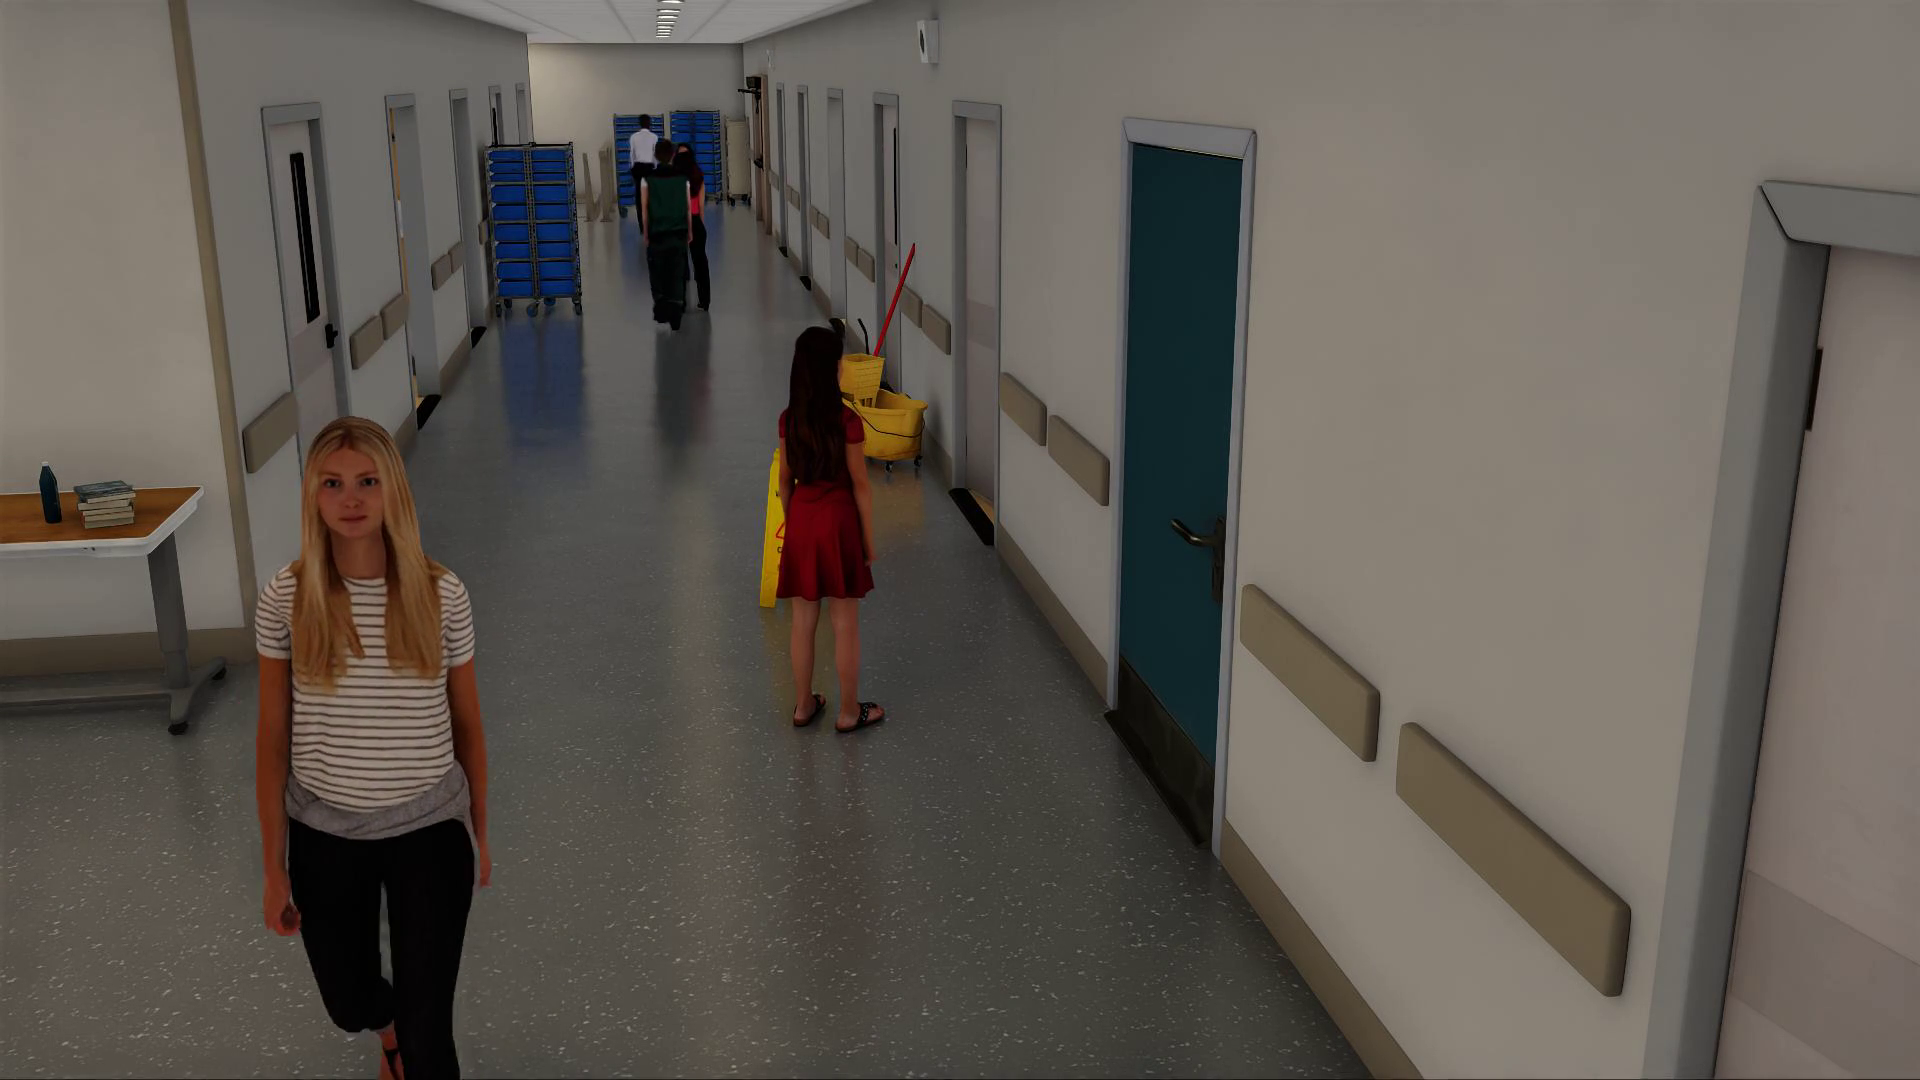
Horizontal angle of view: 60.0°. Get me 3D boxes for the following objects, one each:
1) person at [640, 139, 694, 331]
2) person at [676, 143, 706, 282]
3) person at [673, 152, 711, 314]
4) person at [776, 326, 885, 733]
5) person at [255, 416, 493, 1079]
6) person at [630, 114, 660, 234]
[{"bbox_3d":[-2.859,-2.971,16.251,0.681,1.828,0.793,-4,16,-14],"label":"person"},{"bbox_3d":[-3.306,-3.934,20.027,0.680,1.636,0.863,-6,17,-19],"label":"person"},{"bbox_3d":[-2.880,-3.255,17.577,0.640,1.658,0.622,-9,18,-28],"label":"person"},{"bbox_3d":[-0.518,-0.040,6.347,0.669,1.555,0.729,6,17,21],"label":"person"},{"bbox_3d":[-1.233,0.635,3.519,0.690,1.799,1.145,-5,16,-17],"label":"person"},{"bbox_3d":[-4.913,-5.649,25.826,0.812,1.790,1.259,0,16,1],"label":"person"}]
